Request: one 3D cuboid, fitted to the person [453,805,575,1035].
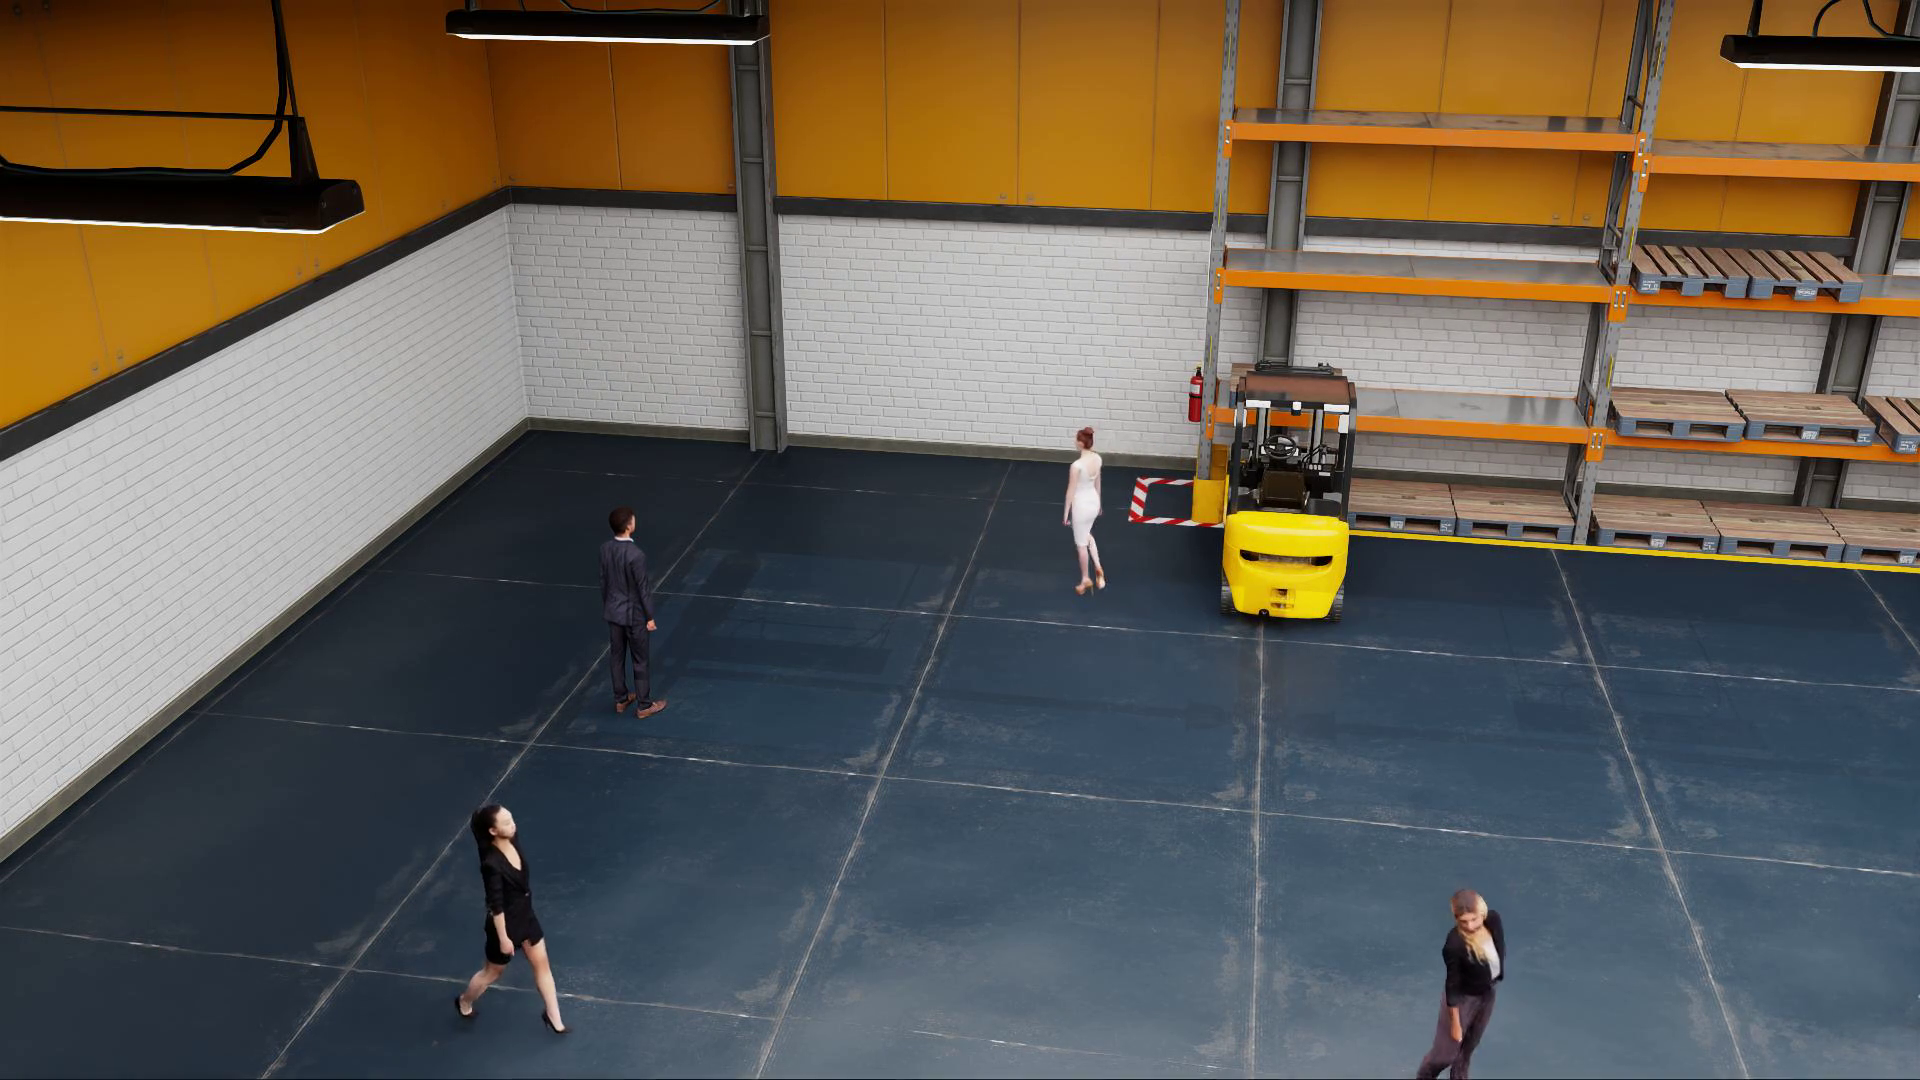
[{"bbox_3d":[-2.866,2.379,10.263,1.011,1.663,0.604,4,24,10],"label":"person"}]

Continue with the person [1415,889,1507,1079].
[{"bbox_3d":[2.954,2.661,9.645,0.799,1.642,0.763,15,28,31],"label":"person"}]

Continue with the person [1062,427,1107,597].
[{"bbox_3d":[1.281,-0.236,16.099,0.794,1.781,0.862,-20,30,-38],"label":"person"}]

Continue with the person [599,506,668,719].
[{"bbox_3d":[-2.810,0.602,14.076,0.613,1.866,0.762,11,26,24],"label":"person"}]
